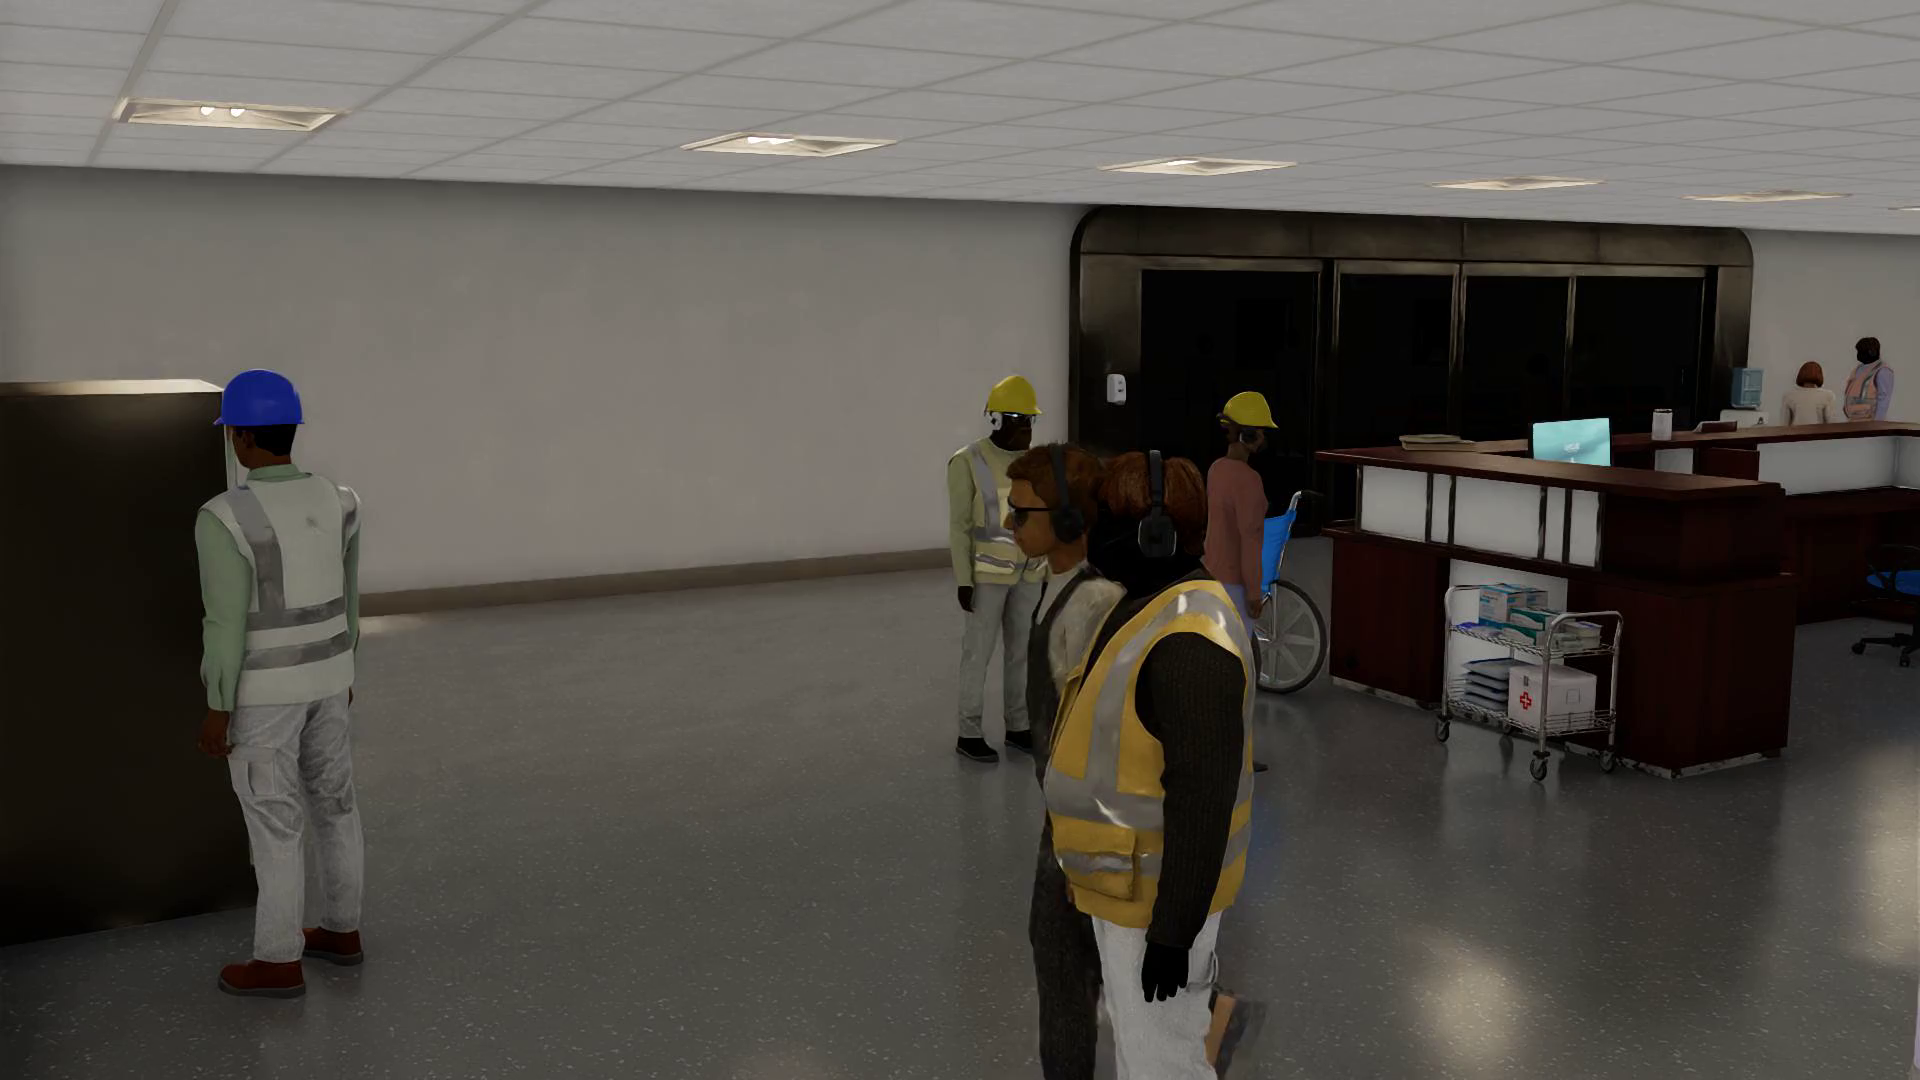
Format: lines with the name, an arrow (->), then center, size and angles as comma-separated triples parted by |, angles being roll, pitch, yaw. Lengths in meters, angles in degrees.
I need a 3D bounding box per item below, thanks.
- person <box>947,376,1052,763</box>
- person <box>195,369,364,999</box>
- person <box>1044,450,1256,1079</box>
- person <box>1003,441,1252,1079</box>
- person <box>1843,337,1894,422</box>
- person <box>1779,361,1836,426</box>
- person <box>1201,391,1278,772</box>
person -> 0.220, 0.140, 7.865 | 0.590, 1.827, 0.403 | -5, 9, -33
person -> -2.113, 0.444, 5.194 | 0.384, 1.949, 0.605 | 3, 8, 22
person -> 0.391, 0.729, 3.524 | 0.429, 1.842, 0.633 | 0, 8, -3
person -> 0.378, 0.660, 4.069 | 0.626, 1.819, 0.509 | 0, 8, -2
person -> 9.984, -1.318, 18.361 | 0.429, 1.838, 0.621 | 0, 8, -1
person -> 8.290, -0.932, 16.291 | 0.498, 1.633, 0.284 | 7, 10, 40
person -> 1.290, 0.192, 7.724 | 0.349, 1.759, 0.522 | -2, 8, -11
